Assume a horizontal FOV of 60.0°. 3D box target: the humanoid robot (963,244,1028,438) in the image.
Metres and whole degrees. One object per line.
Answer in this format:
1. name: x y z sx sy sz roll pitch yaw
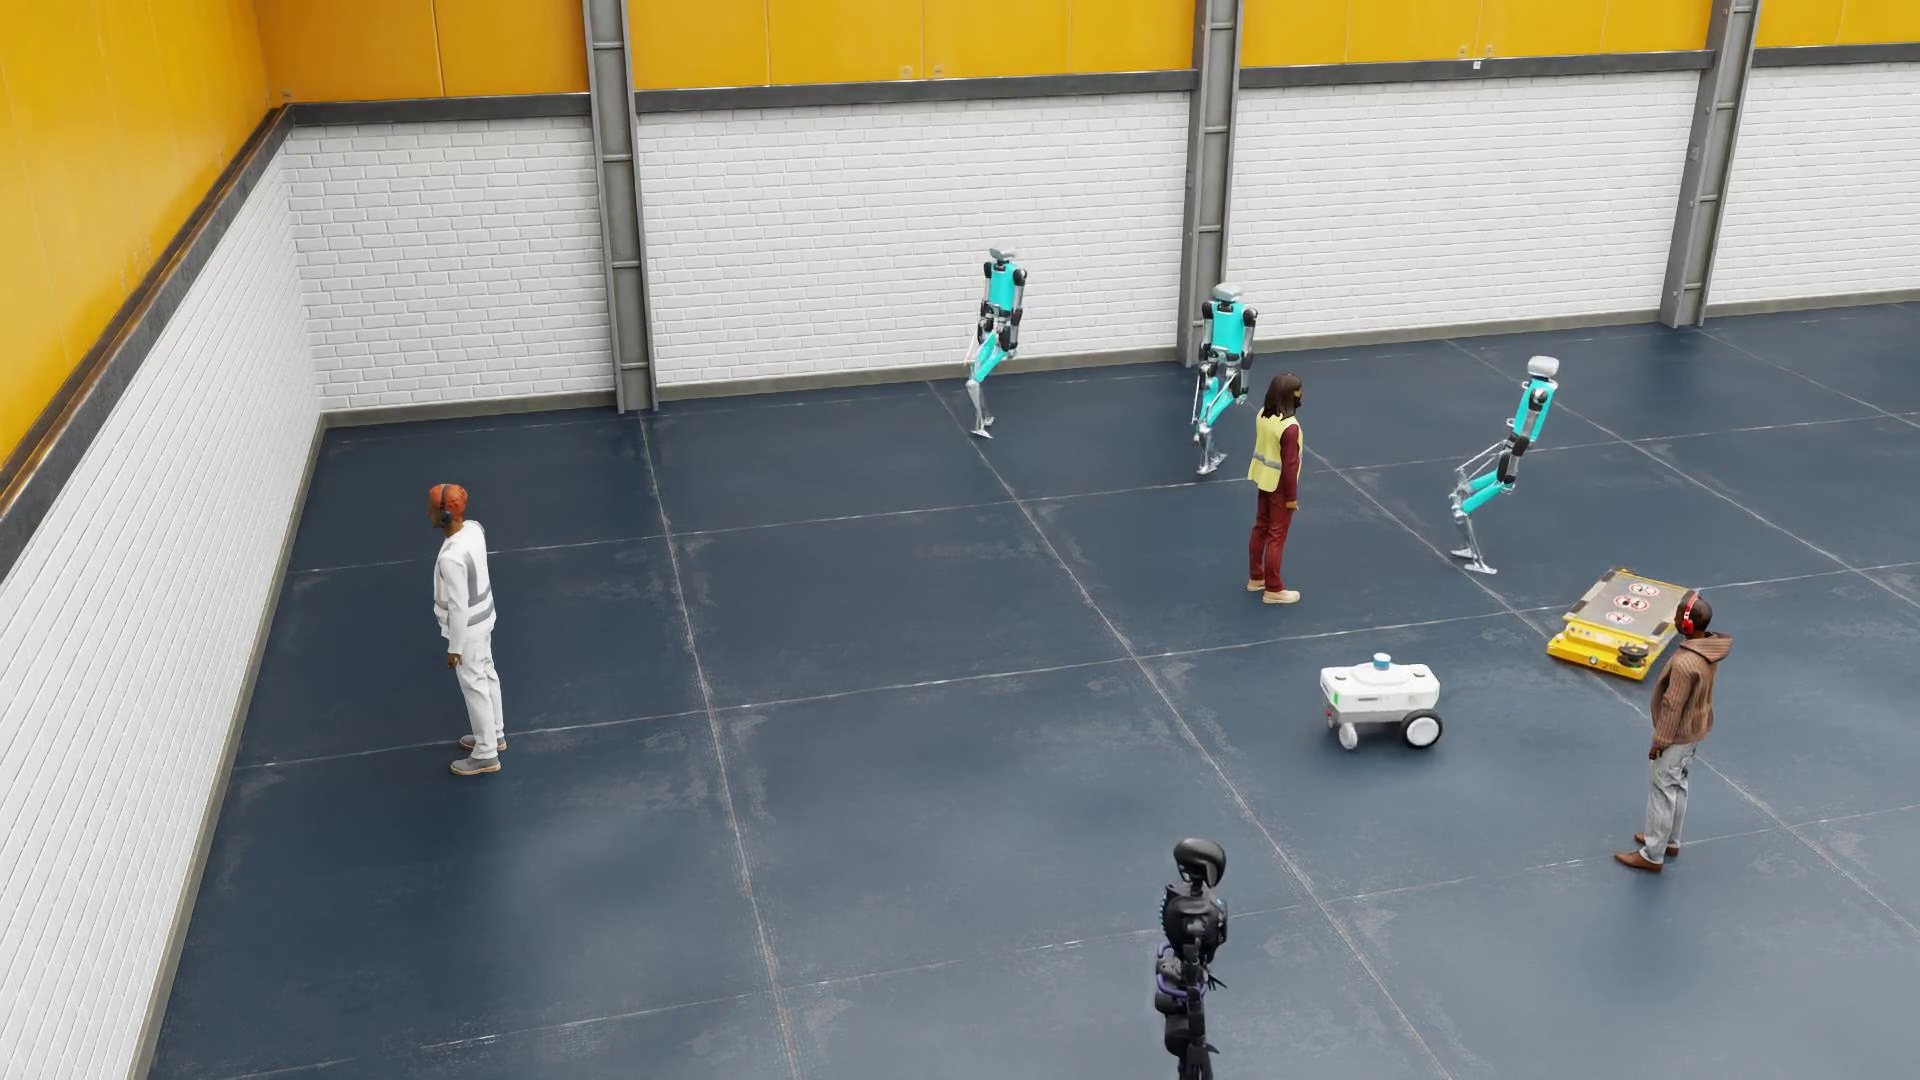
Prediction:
1. humanoid robot: 0.209 -1.861 15.774 0.872 1.781 0.582 -19 30 -36

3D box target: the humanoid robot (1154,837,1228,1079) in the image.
1. humanoid robot: 0.967 1.966 7.155 0.387 1.648 0.585 3 24 7

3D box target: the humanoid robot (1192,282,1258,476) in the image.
1. humanoid robot: 2.218 -1.340 14.587 0.542 1.767 0.904 19 30 37

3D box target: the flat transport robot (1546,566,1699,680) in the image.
1. flat transport robot: 4.825 0.584 12.033 0.659 0.231 1.431 17 29 34

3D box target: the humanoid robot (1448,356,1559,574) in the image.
1. humanoid robot: 4.094 -0.601 12.891 0.846 1.741 0.552 9 25 20

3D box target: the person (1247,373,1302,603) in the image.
1. person: 2.347 -0.387 12.378 0.376 1.768 0.466 -8 25 -17

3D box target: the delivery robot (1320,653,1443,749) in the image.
1. delivery robot: 2.717 1.021 10.692 0.770 0.599 0.517 -2 24 -4

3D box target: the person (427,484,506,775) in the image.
1. person: -3.016 0.536 10.142 0.356 1.882 0.573 -1 24 -2

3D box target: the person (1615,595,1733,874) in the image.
1. person: 3.980 1.073 9.216 0.327 1.643 0.475 19 30 36
